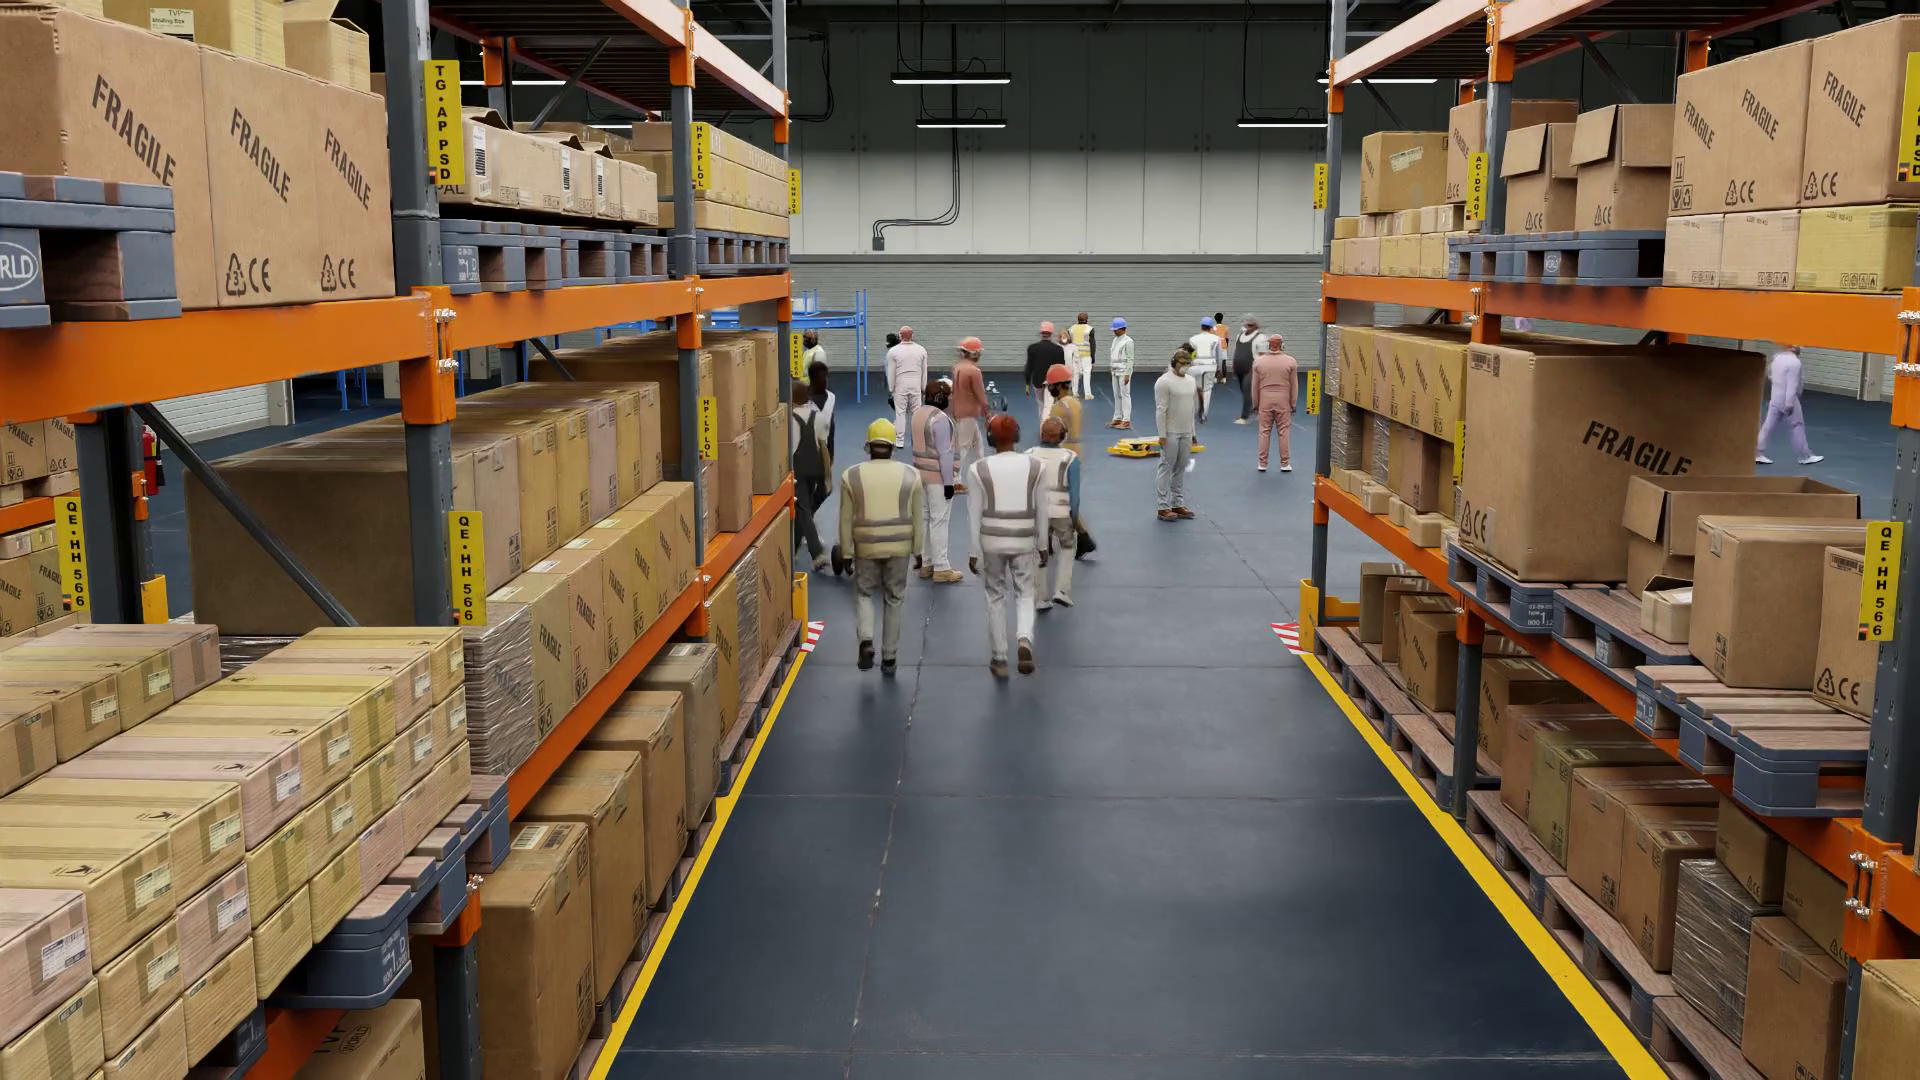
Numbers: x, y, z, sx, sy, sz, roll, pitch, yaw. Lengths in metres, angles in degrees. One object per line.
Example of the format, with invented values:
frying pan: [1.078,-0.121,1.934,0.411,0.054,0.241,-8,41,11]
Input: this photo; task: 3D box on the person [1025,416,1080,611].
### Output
person: [0.766,-0.213,13.858,0.528,1.624,0.368,4,10,23]

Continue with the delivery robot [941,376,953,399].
delivery robot: [-0.308,-3.191,34.749,0.477,0.478,0.707,-3,10,-19]

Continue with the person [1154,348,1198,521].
person: [2.462,-1.204,18.881,0.627,1.934,0.370,-9,13,-42]

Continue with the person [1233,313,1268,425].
person: [5.283,-3.109,30.098,0.910,2.000,0.686,-6,11,-32]

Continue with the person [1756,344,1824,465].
person: [11.906,-2.003,23.896,0.989,1.851,0.669,0,9,-2]

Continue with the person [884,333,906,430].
person: [-1.147,-2.719,28.695,0.377,1.680,0.550,-4,10,-23]

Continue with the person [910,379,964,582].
person: [-0.211,-0.553,15.269,0.429,1.840,0.624,-5,11,-27]

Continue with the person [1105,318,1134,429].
person: [2.812,-2.924,29.165,0.403,1.938,0.602,-4,10,-24]

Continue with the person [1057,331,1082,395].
person: [2.047,-3.221,31.964,0.566,1.580,0.837,0,9,-3]

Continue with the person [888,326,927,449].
person: [-0.834,-2.395,26.078,0.641,1.913,0.408,-3,10,-18]

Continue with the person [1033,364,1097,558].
person: [1.018,-0.781,16.418,0.799,1.913,0.556,4,10,24]

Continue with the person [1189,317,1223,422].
person: [4.532,-3.140,30.603,0.598,1.891,0.966,4,10,20]

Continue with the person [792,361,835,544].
person: [-1.547,-0.915,17.249,0.463,1.897,0.631,9,13,43]

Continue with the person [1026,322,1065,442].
person: [1.409,-2.562,27.015,0.654,1.936,1.047,3,10,15]

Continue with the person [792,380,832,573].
person: [-1.479,-0.616,15.794,0.514,1.799,1.004,-7,12,-34]

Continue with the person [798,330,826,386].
person: [-2.359,-2.426,26.481,0.429,1.843,0.630,-4,10,-21]

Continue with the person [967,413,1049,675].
person: [0.339,0.047,11.573,0.588,1.867,0.589,-1,10,-7]

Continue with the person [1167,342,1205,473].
person: [3.055,-1.753,22.484,0.555,1.819,0.979,6,11,31]

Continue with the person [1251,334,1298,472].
person: [4.380,-1.904,23.145,0.637,1.911,0.403,3,10,15]

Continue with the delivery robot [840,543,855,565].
delivery robot: [-0.885,0.042,15.383,0.477,0.478,0.707,-3,10,-16]

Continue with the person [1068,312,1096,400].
person: [2.606,-3.925,35.452,0.625,1.843,0.430,5,11,29]

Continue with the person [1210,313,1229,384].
person: [6.218,-4.609,39.973,0.540,1.698,0.317,-3,10,-19]

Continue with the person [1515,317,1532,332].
person: [13.622,-4.811,40.341,0.548,1.992,0.768,9,13,43]

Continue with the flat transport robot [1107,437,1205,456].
flat transport robot: [3.005,-1.449,25.443,1.431,0.197,0.652,-7,12,-35]

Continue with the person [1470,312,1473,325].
person: [11.244,-4.079,36.188,0.860,1.904,0.555,-8,12,-40]

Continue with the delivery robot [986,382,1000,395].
delivery robot: [0.624,-3.018,32.935,0.335,0.223,0.698,-2,10,-12]

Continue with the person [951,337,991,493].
person: [0.233,-1.583,21.083,0.944,1.954,0.623,-3,10,-20]

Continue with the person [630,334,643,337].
person: [-5.097,-2.265,25.602,0.808,1.813,0.593,-7,12,-37]

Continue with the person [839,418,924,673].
person: [-0.547,0.050,11.719,0.598,1.814,0.446,0,9,-3]
